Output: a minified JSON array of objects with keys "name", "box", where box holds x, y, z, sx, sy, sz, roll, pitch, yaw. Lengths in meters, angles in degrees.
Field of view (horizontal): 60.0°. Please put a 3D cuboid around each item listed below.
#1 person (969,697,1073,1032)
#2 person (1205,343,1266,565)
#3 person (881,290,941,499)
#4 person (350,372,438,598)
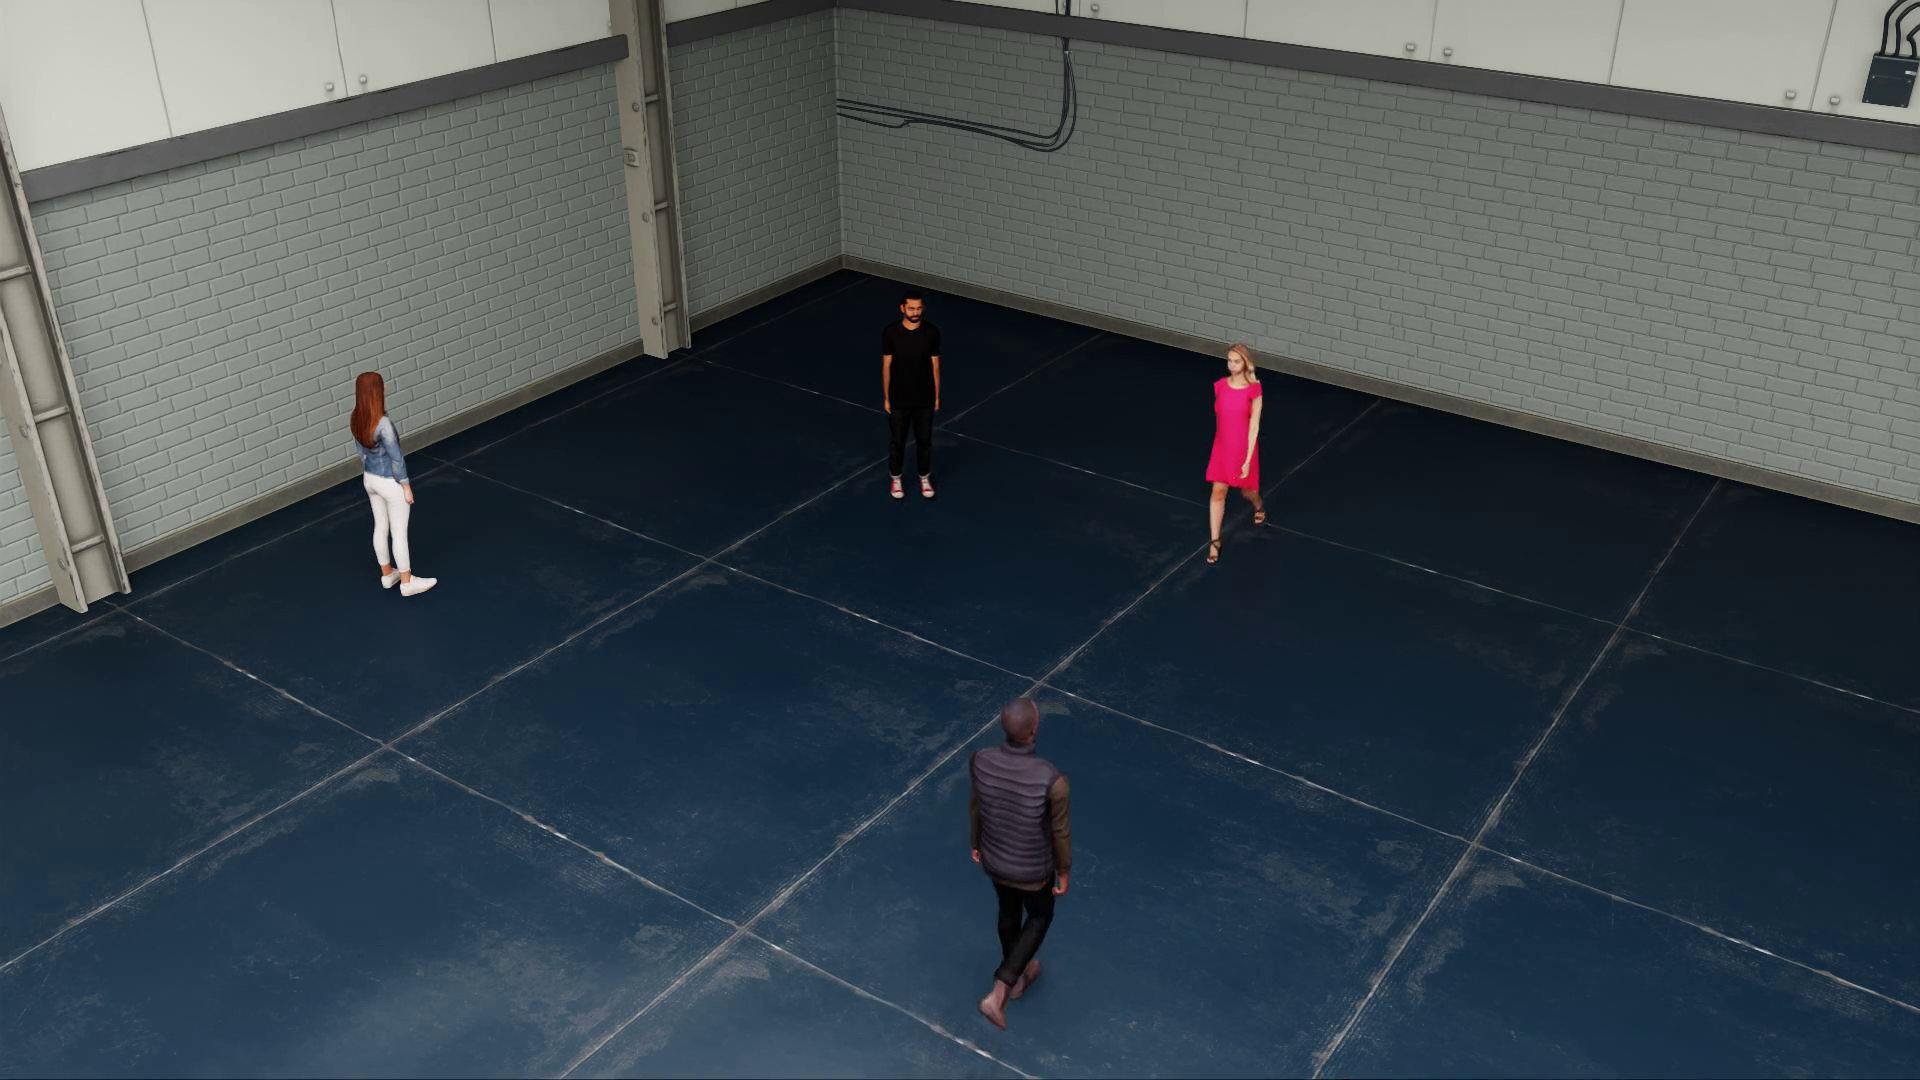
[{"name":"person","box":[0.248,1.598,8.061,0.754,1.822,0.947,15,32,26]},{"name":"person","box":[2.123,-0.683,12.481,0.621,1.695,1.024,16,32,27]},{"name":"person","box":[-0.394,-1.169,13.332,0.698,1.753,0.750,-4,28,-7]},{"name":"person","box":[-4.138,-0.404,11.948,0.610,1.702,0.503,19,33,31]}]
